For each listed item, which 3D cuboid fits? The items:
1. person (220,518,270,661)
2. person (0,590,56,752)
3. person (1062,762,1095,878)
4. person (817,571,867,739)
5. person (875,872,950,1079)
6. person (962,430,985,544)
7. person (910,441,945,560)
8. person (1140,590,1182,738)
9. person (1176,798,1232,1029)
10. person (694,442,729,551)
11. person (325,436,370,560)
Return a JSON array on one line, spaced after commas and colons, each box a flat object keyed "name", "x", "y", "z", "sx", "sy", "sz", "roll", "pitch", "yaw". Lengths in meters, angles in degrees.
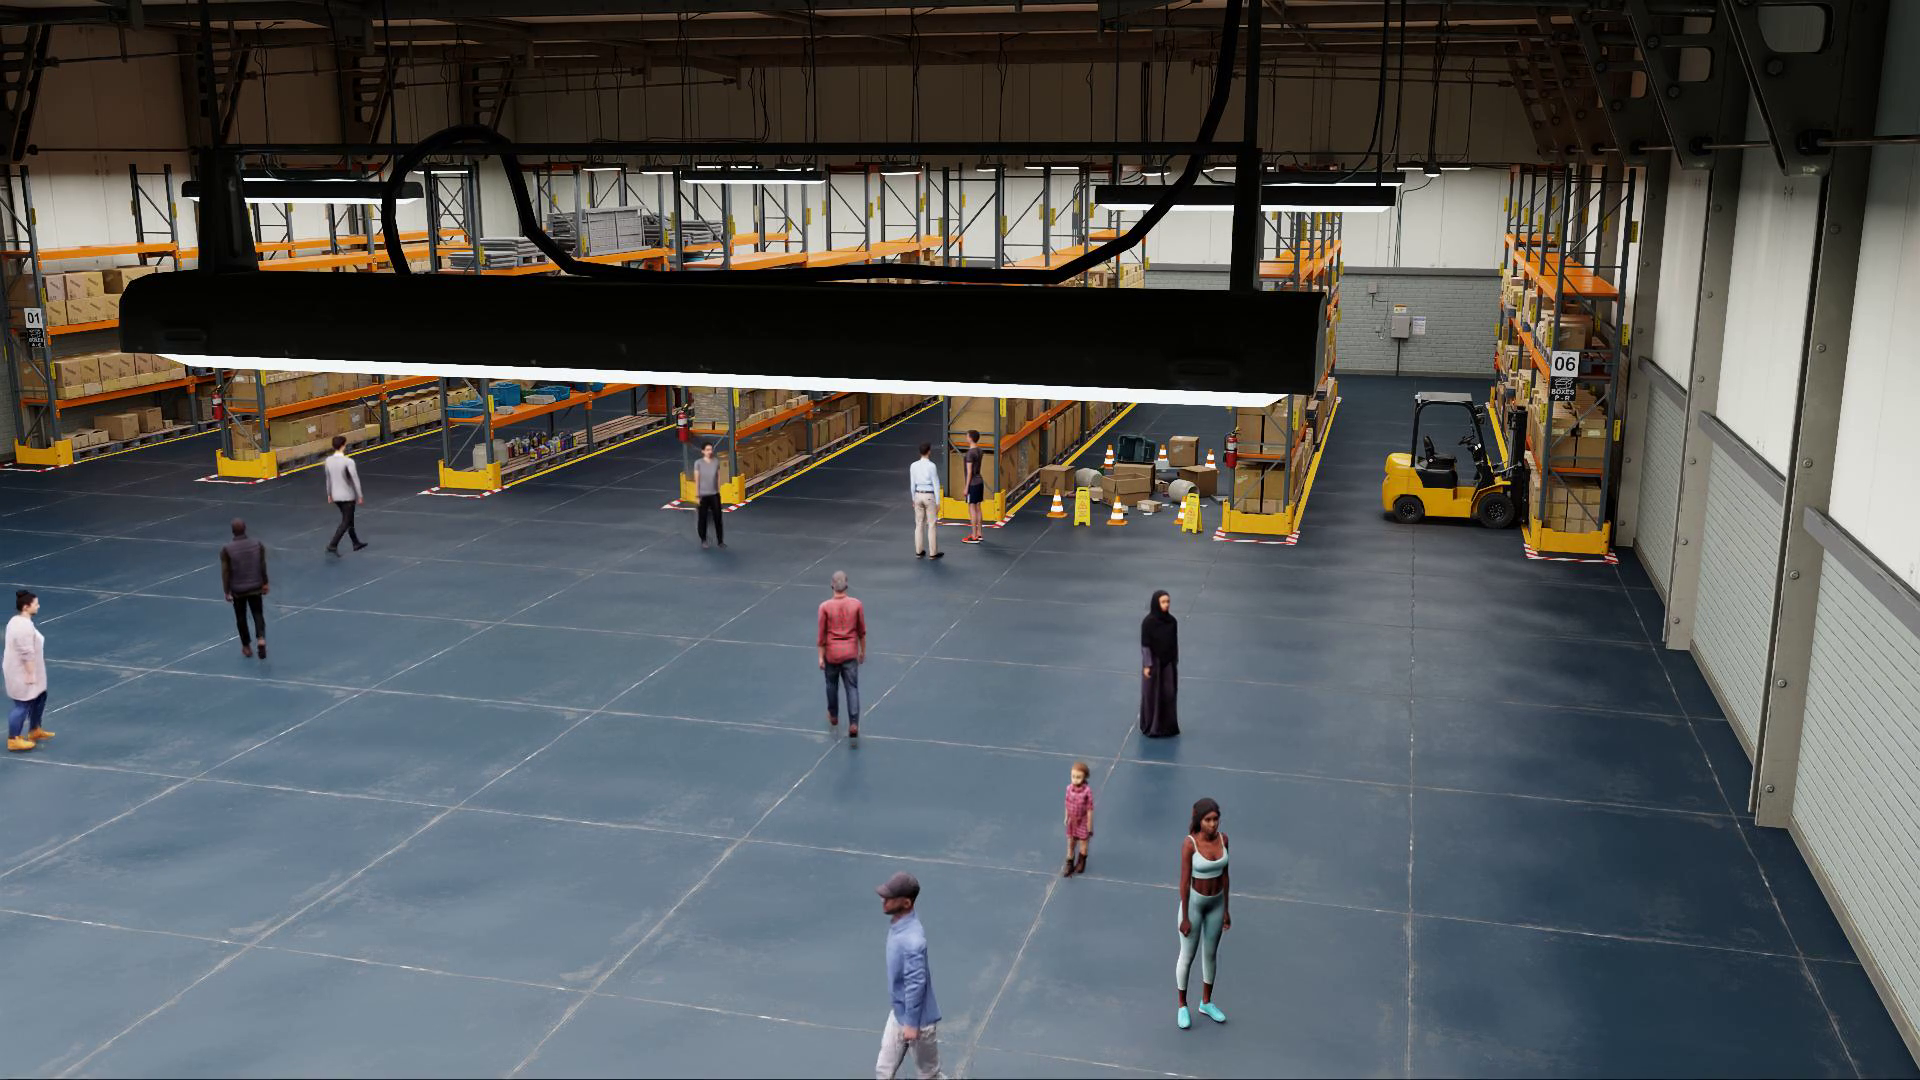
[{"name": "person", "x": -8.853, "y": 0.631, "z": 20.691, "sx": 1.113, "sy": 1.815, "sz": 1.156, "roll": -9, "pitch": 16, "yaw": -33}, {"name": "person", "x": -9.994, "y": 1.385, "z": 17.650, "sx": 0.902, "sy": 1.719, "sz": 0.847, "roll": -9, "pitch": 16, "yaw": -33}, {"name": "person", "x": 1.075, "y": 2.435, "z": 14.679, "sx": 0.494, "sy": 1.013, "sz": 0.612, "roll": 6, "pitch": 14, "yaw": 25}, {"name": "person", "x": -1.260, "y": 1.275, "z": 17.975, "sx": 1.084, "sy": 1.786, "sz": 1.321, "roll": -3, "pitch": 13, "yaw": -11}, {"name": "person", "x": -0.223, "y": 2.967, "z": 10.519, "sx": 1.098, "sy": 1.854, "sz": 1.121, "roll": -3, "pitch": 13, "yaw": -14}, {"name": "person", "x": 0.234, "y": -0.886, "z": 27.158, "sx": 0.751, "sy": 1.853, "sz": 0.555, "roll": 6, "pitch": 15, "yaw": 26}, {"name": "person", "x": -0.535, "y": -0.629, "z": 26.062, "sx": 0.686, "sy": 1.848, "sz": 0.656, "roll": 6, "pitch": 14, "yaw": 25}, {"name": "person", "x": 2.151, "y": 1.330, "z": 18.119, "sx": 0.728, "sy": 1.614, "sz": 0.769, "roll": -4, "pitch": 14, "yaw": -18}, {"name": "person", "x": 1.761, "y": 2.678, "z": 12.054, "sx": 0.652, "sy": 1.725, "sz": 0.689, "roll": -5, "pitch": 14, "yaw": -20}, {"name": "person", "x": -4.081, "y": -0.720, "z": 26.708, "sx": 0.890, "sy": 1.733, "sz": 0.980, "roll": -5, "pitch": 14, "yaw": -21}, {"name": "person", "x": -9.730, "y": -0.675, "z": 26.096, "sx": 0.889, "sy": 1.921, "sz": 1.259, "roll": 6, "pitch": 14, "yaw": 25}]
